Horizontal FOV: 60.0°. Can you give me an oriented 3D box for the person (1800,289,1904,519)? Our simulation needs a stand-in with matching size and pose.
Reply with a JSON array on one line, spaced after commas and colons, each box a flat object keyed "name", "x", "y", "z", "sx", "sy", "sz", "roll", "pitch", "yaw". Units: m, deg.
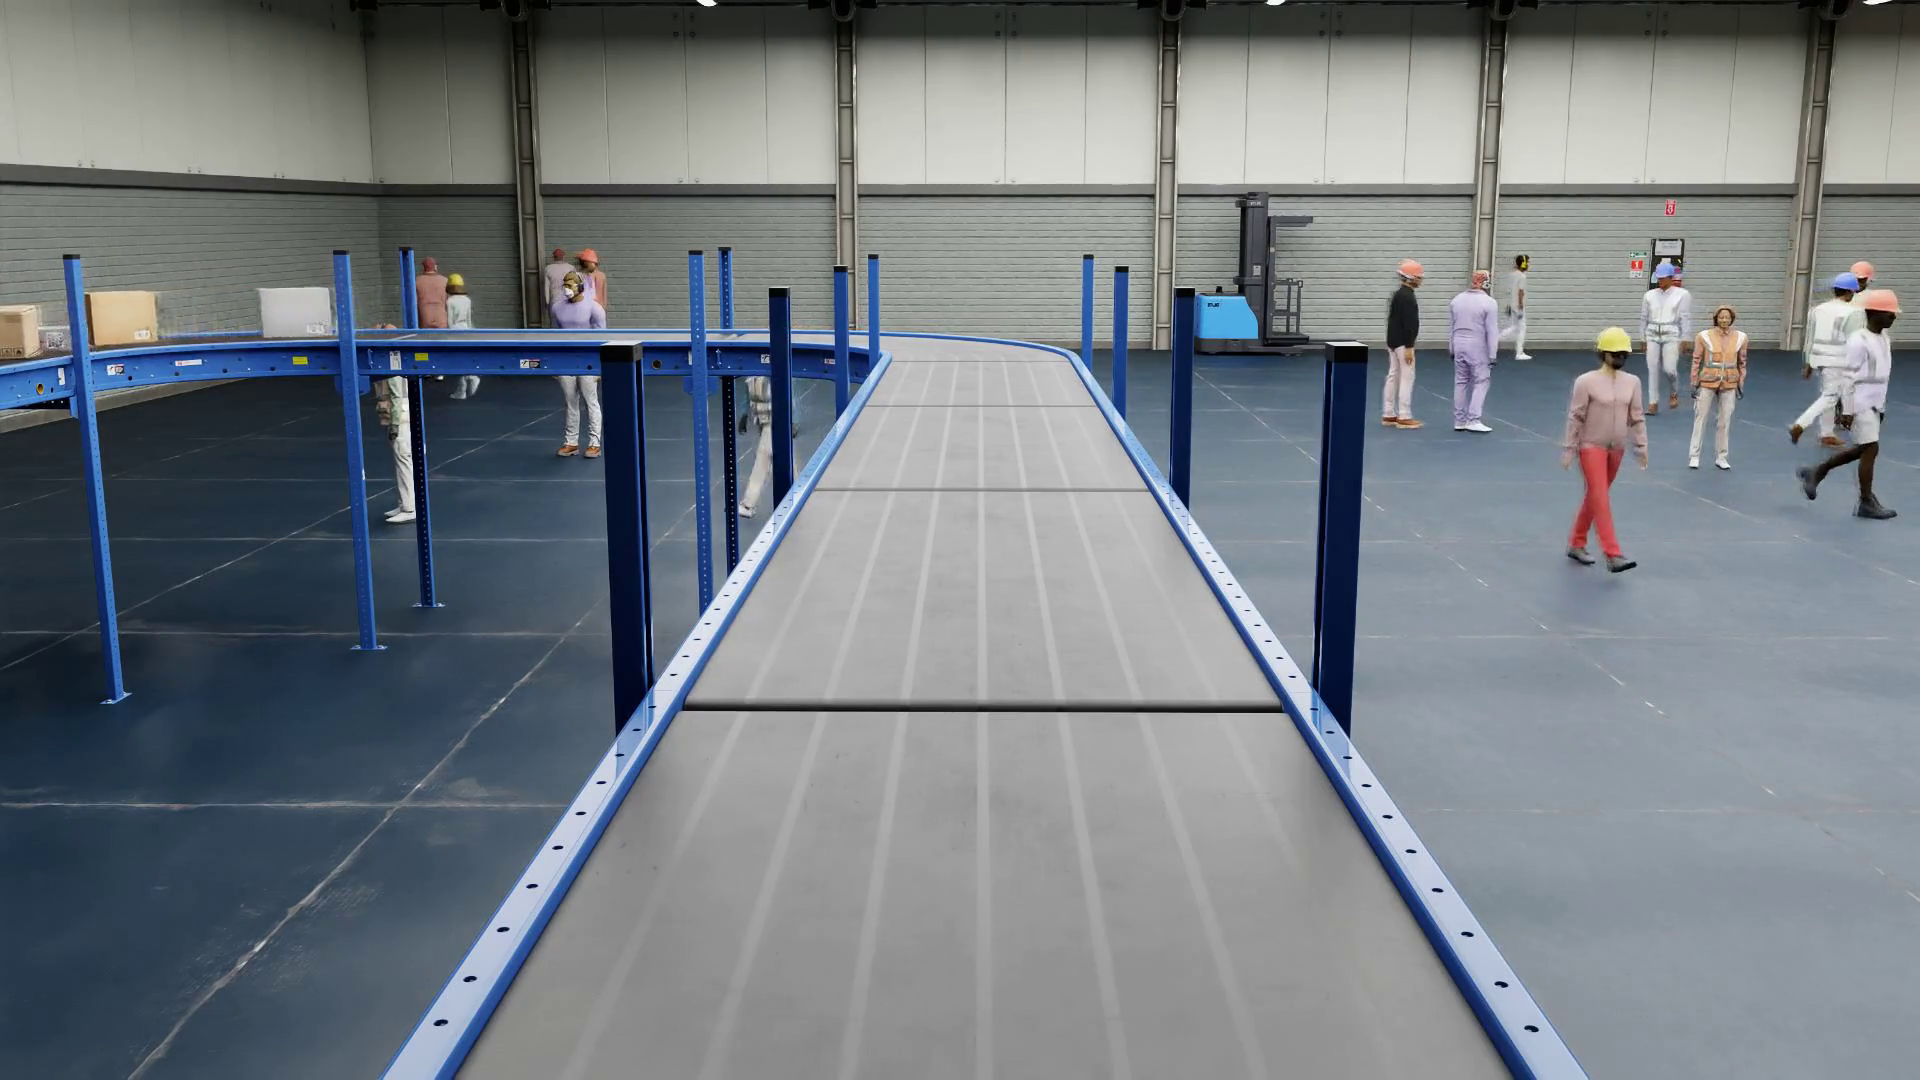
[{"name": "person", "x": 7.588, "y": -1.167, "z": 14.085, "sx": 0.545, "sy": 1.913, "sz": 0.788, "roll": -8, "pitch": 14, "yaw": -37}]

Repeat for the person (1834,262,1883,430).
[{"name": "person", "x": 10.494, "y": -2.274, "z": 19.575, "sx": 0.556, "sy": 1.973, "sz": 0.653, "roll": -9, "pitch": 14, "yaw": -38}]

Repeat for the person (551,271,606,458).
[{"name": "person", "x": -4.003, "y": -1.835, "z": 17.419, "sx": 0.636, "sy": 1.939, "sz": 0.364, "roll": 4, "pitch": 12, "yaw": 18}]

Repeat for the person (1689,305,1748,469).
[{"name": "person", "x": 7.568, "y": -1.529, "z": 16.619, "sx": 0.523, "sy": 1.638, "sz": 0.310, "roll": 2, "pitch": 11, "yaw": 10}]

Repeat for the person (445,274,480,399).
[{"name": "person", "x": -6.864, "y": -2.801, "z": 22.934, "sx": 0.550, "sy": 1.729, "sz": 0.490, "roll": 5, "pitch": 12, "yaw": 25}]

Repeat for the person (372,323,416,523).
[{"name": "person", "x": -4.652, "y": -0.964, "z": 13.721, "sx": 0.315, "sy": 1.636, "sz": 0.515, "roll": -3, "pitch": 12, "yaw": -17}]

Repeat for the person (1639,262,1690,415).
[{"name": "person", "x": 8.952, "y": -2.560, "z": 21.161, "sx": 0.641, "sy": 1.931, "sz": 0.483, "roll": 10, "pitch": 15, "yaw": 42}]

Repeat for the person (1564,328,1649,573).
[{"name": "person", "x": 4.613, "y": -0.633, "z": 11.779, "sx": 0.549, "sy": 1.714, "sz": 0.892, "roll": -3, "pitch": 11, "yaw": -16}]

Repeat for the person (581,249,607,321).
[{"name": "person", "x": -5.832, "y": -3.586, "z": 26.268, "sx": 0.386, "sy": 1.992, "sz": 0.625, "roll": 7, "pitch": 13, "yaw": 32}]

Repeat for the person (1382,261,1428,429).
[{"name": "person", "x": 5.339, "y": -2.336, "z": 19.921, "sx": 0.474, "sy": 1.980, "sz": 0.667, "roll": 0, "pitch": 11, "yaw": 0}]

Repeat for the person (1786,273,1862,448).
[{"name": "person", "x": 9.331, "y": -1.921, "z": 17.943, "sx": 0.837, "sy": 1.912, "sz": 0.648, "roll": -3, "pitch": 11, "yaw": -15}]

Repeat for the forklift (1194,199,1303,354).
[{"name": "forklift", "x": 5.313, "y": -4.851, "z": 30.603, "sx": 1.873, "sy": 2.768, "sz": 1.129, "roll": 0, "pitch": 11, "yaw": 1}]

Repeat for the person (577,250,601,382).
[{"name": "person", "x": -5.822, "y": -3.430, "z": 25.480, "sx": 0.880, "sy": 1.995, "sz": 0.643, "roll": 5, "pitch": 12, "yaw": 24}]

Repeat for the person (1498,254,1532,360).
[{"name": "person", "x": 9.796, "y": -4.127, "z": 29.453, "sx": 0.694, "sy": 1.853, "sz": 0.516, "roll": -1, "pitch": 11, "yaw": -6}]

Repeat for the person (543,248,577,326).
[{"name": "person", "x": -7.510, "y": -4.519, "z": 31.295, "sx": 0.641, "sy": 1.909, "sz": 0.409, "roll": -4, "pitch": 12, "yaw": -21}]

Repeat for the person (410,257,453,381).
[{"name": "person", "x": -8.118, "y": -3.395, "z": 25.568, "sx": 0.673, "sy": 1.877, "sz": 0.827, "roll": -5, "pitch": 12, "yaw": -23}]

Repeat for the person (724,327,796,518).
[{"name": "person", "x": -1.643, "y": -0.994, "z": 13.994, "sx": 0.877, "sy": 1.590, "sz": 0.539, "roll": -9, "pitch": 14, "yaw": -37}]

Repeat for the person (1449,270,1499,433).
[{"name": "person", "x": 6.016, "y": -2.208, "z": 19.484, "sx": 0.398, "sy": 1.888, "sz": 0.655, "roll": -8, "pitch": 13, "yaw": -35}]
